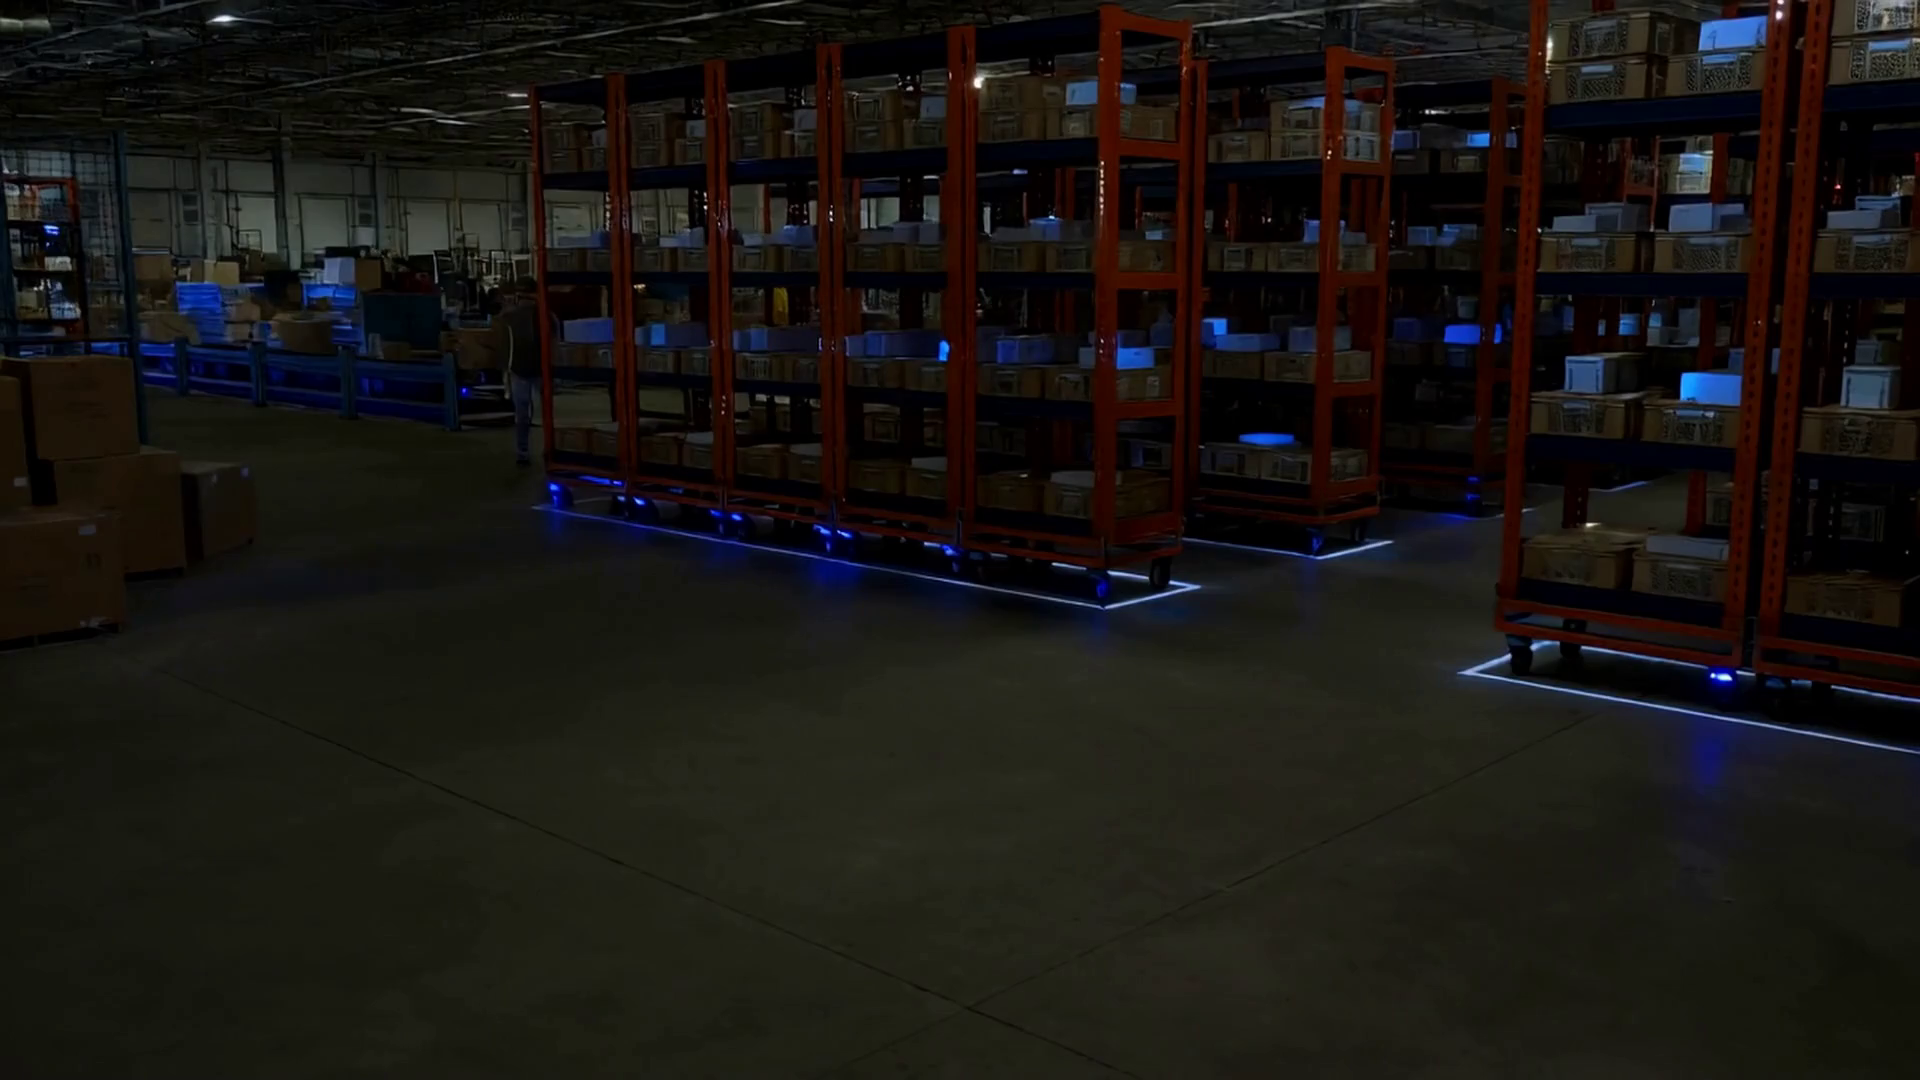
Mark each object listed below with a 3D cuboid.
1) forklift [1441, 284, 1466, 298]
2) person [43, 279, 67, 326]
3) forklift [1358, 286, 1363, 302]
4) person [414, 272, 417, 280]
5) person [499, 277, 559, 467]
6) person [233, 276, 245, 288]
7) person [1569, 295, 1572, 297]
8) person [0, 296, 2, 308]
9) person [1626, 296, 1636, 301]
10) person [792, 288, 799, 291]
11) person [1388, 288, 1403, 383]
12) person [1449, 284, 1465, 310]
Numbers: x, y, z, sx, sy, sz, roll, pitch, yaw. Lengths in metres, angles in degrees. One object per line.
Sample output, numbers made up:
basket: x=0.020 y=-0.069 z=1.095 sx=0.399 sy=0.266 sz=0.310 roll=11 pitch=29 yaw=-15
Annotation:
forklift: x=14.001 y=-7.052 z=47.184 sx=1.873 sy=2.768 sz=1.129 roll=9 pitch=13 yaw=43
person: x=-20.980 y=-5.155 z=38.649 sx=0.533 sy=1.868 sz=0.310 roll=-5 pitch=10 yaw=-26
forklift: x=11.100 y=-7.017 z=46.970 sx=1.873 sy=2.768 sz=1.129 roll=9 pitch=13 yaw=43
person: x=-28.095 y=-12.850 z=85.779 sx=0.355 sy=1.885 sz=0.575 roll=1 pitch=9 yaw=6
person: x=-4.497 y=-1.749 z=17.408 sx=0.610 sy=1.984 sz=0.400 roll=-3 pitch=10 yaw=-20
person: x=-23.582 y=-7.788 z=54.691 sx=0.910 sy=1.899 sz=0.556 roll=-2 pitch=9 yaw=-10
person: x=15.313 y=-5.681 z=41.681 sx=0.583 sy=1.926 sz=0.626 roll=5 pitch=11 yaw=29
person: x=-46.254 y=-11.851 z=79.690 sx=0.779 sy=1.886 sz=0.616 roll=-2 pitch=9 yaw=-11
person: x=14.811 y=-4.780 z=36.492 sx=0.658 sy=1.813 sz=0.626 roll=-8 pitch=12 yaw=-40
person: x=-7.179 y=-10.767 z=72.918 sx=0.635 sy=1.917 sz=0.548 roll=2 pitch=10 yaw=15
person: x=5.517 y=-2.237 z=20.864 sx=0.403 sy=1.830 sz=0.599 roll=-3 pitch=10 yaw=-18
person: x=9.210 y=-3.866 z=30.819 sx=0.372 sy=1.841 sz=0.570 roll=4 pitch=10 yaw=21
